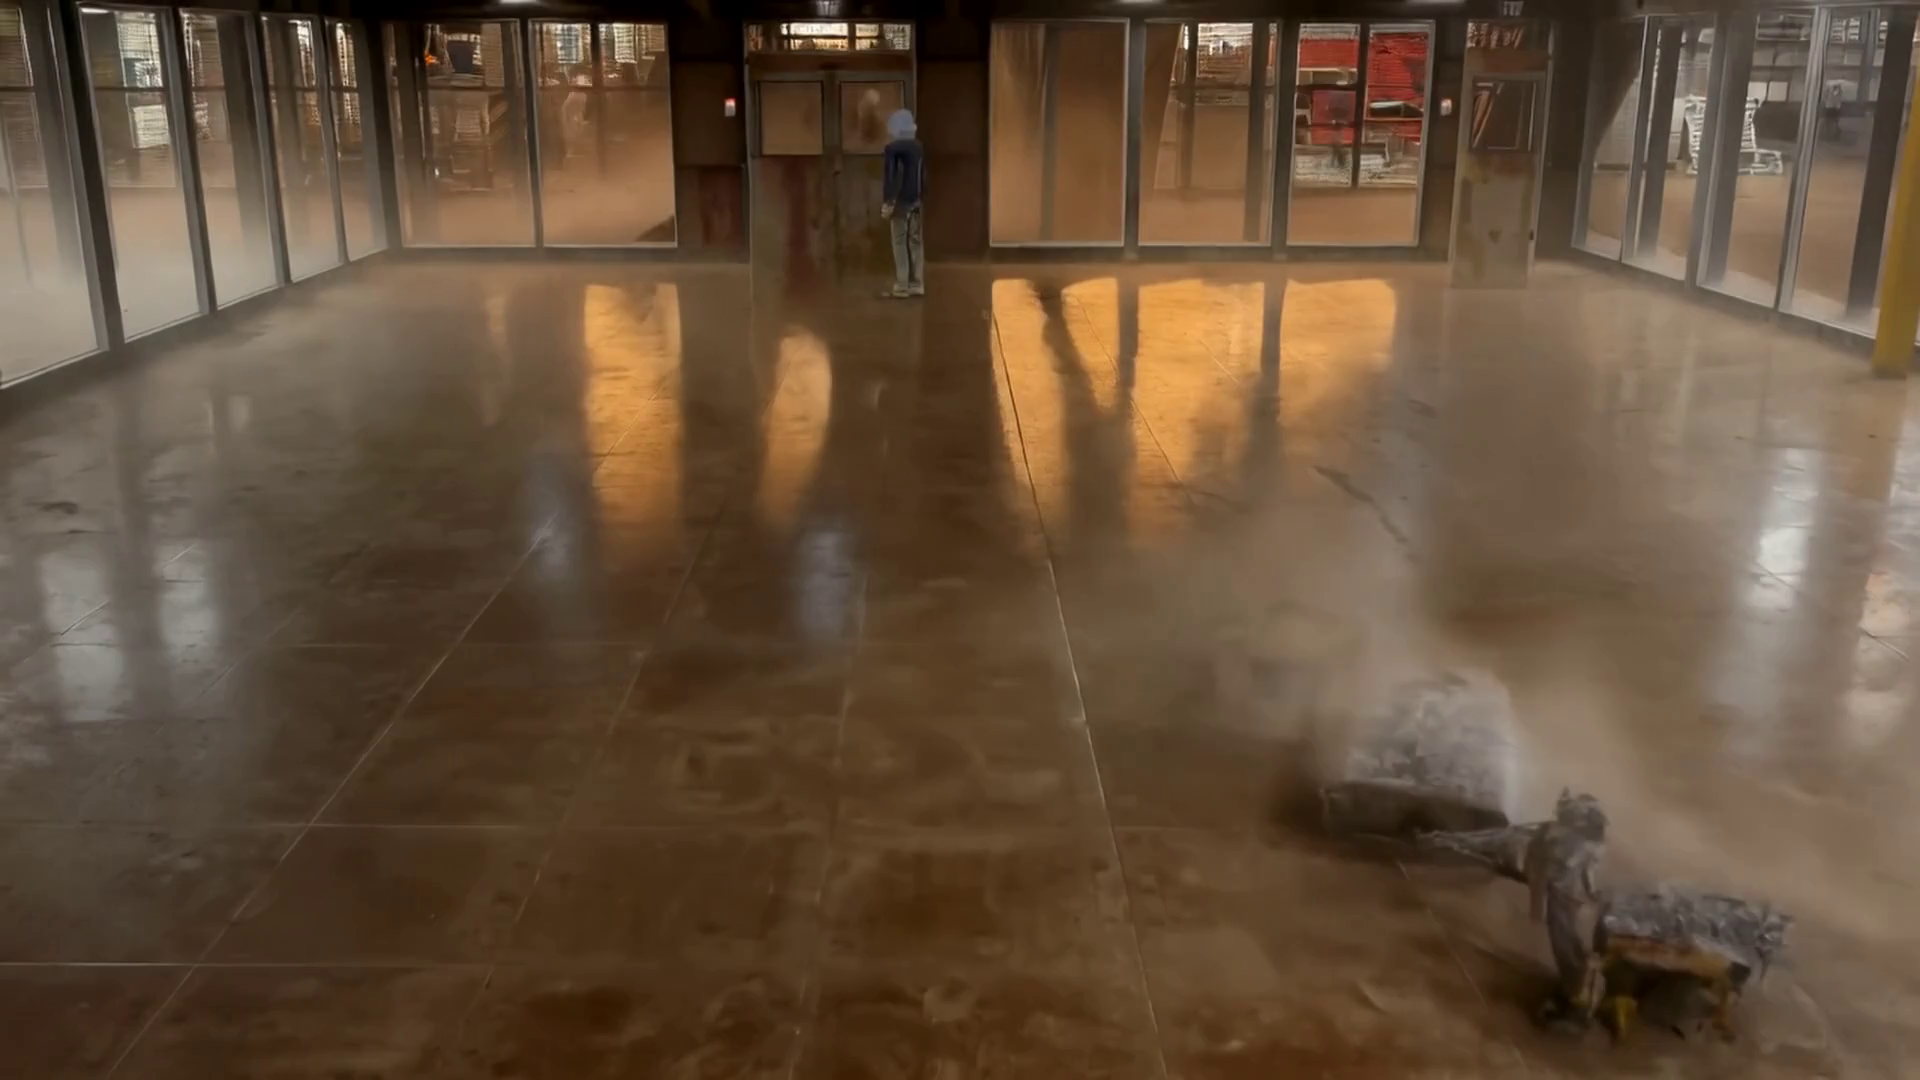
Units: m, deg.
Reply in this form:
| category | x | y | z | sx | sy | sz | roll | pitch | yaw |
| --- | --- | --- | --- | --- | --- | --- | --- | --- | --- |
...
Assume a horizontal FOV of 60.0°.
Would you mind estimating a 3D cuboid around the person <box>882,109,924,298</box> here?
| category | x | y | z | sx | sy | sz | roll | pitch | yaw |
| --- | --- | --- | --- | --- | --- | --- | --- | --- | --- |
| person | -0.496 | -2.947 | 14.626 | 0.281 | 1.624 | 0.494 | 11 | 20 | 33 |
